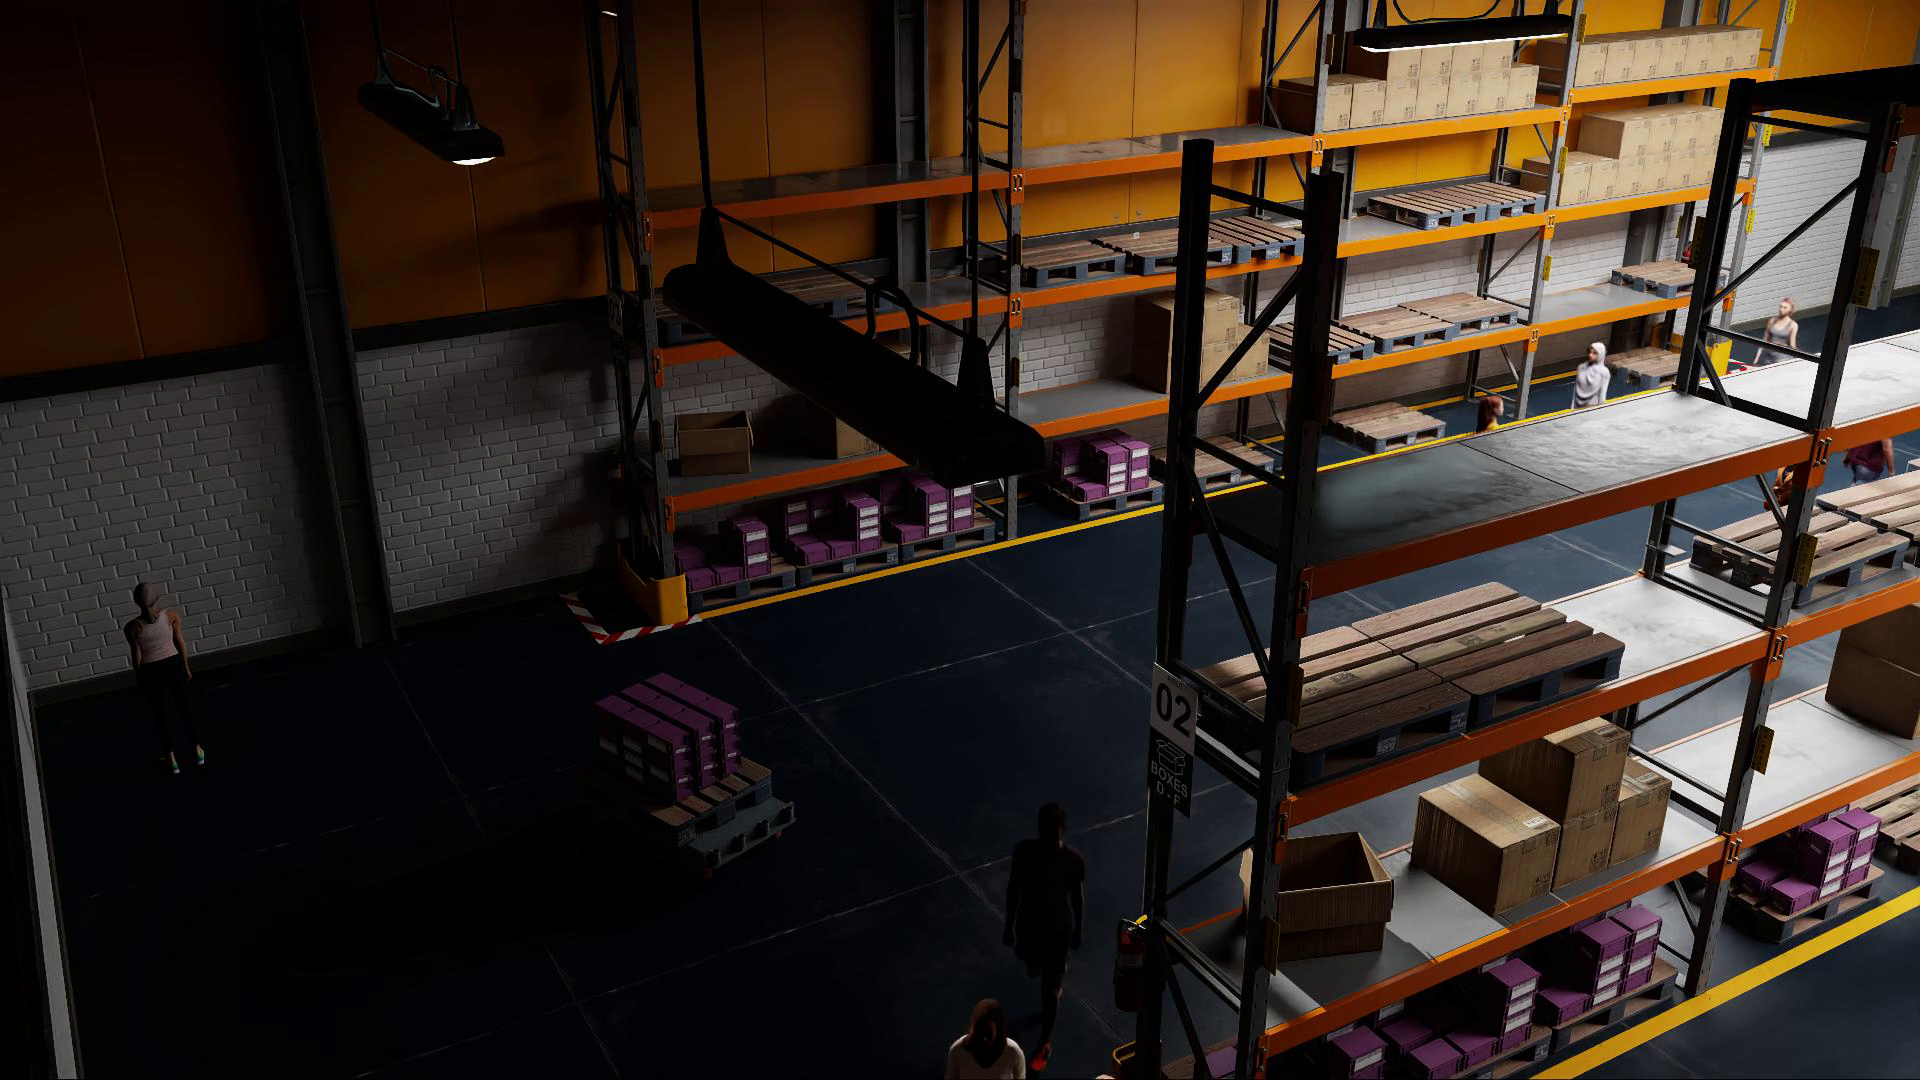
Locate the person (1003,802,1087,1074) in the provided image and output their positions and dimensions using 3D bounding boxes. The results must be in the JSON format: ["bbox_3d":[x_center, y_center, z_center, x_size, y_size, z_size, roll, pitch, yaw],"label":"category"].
[{"bbox_3d":[0.578,2.440,10.682,1.054,1.824,1.195,9,25,21],"label":"person"}]

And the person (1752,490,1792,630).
[{"bbox_3d":[7.545,0.394,15.349,0.691,1.834,0.663,2,24,4],"label":"person"}]

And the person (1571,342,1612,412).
[{"bbox_3d":[7.516,-1.499,19.772,0.903,1.760,0.619,-14,27,-29],"label":"person"}]

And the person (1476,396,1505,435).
[{"bbox_3d":[5.613,-0.700,18.000,1.226,1.716,0.905,-2,24,-5],"label":"person"}]

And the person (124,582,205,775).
[{"bbox_3d":[-6.615,1.134,13.822,0.533,1.702,0.695,-20,30,-38],"label":"person"}]

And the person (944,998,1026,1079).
[{"bbox_3d":[0.156,3.192,9.174,1.009,1.654,1.050,6,24,13],"label":"person"}]

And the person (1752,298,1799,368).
[{"bbox_3d":[10.754,-2.348,21.827,1.016,1.670,0.584,-14,27,-28],"label":"person"}]
